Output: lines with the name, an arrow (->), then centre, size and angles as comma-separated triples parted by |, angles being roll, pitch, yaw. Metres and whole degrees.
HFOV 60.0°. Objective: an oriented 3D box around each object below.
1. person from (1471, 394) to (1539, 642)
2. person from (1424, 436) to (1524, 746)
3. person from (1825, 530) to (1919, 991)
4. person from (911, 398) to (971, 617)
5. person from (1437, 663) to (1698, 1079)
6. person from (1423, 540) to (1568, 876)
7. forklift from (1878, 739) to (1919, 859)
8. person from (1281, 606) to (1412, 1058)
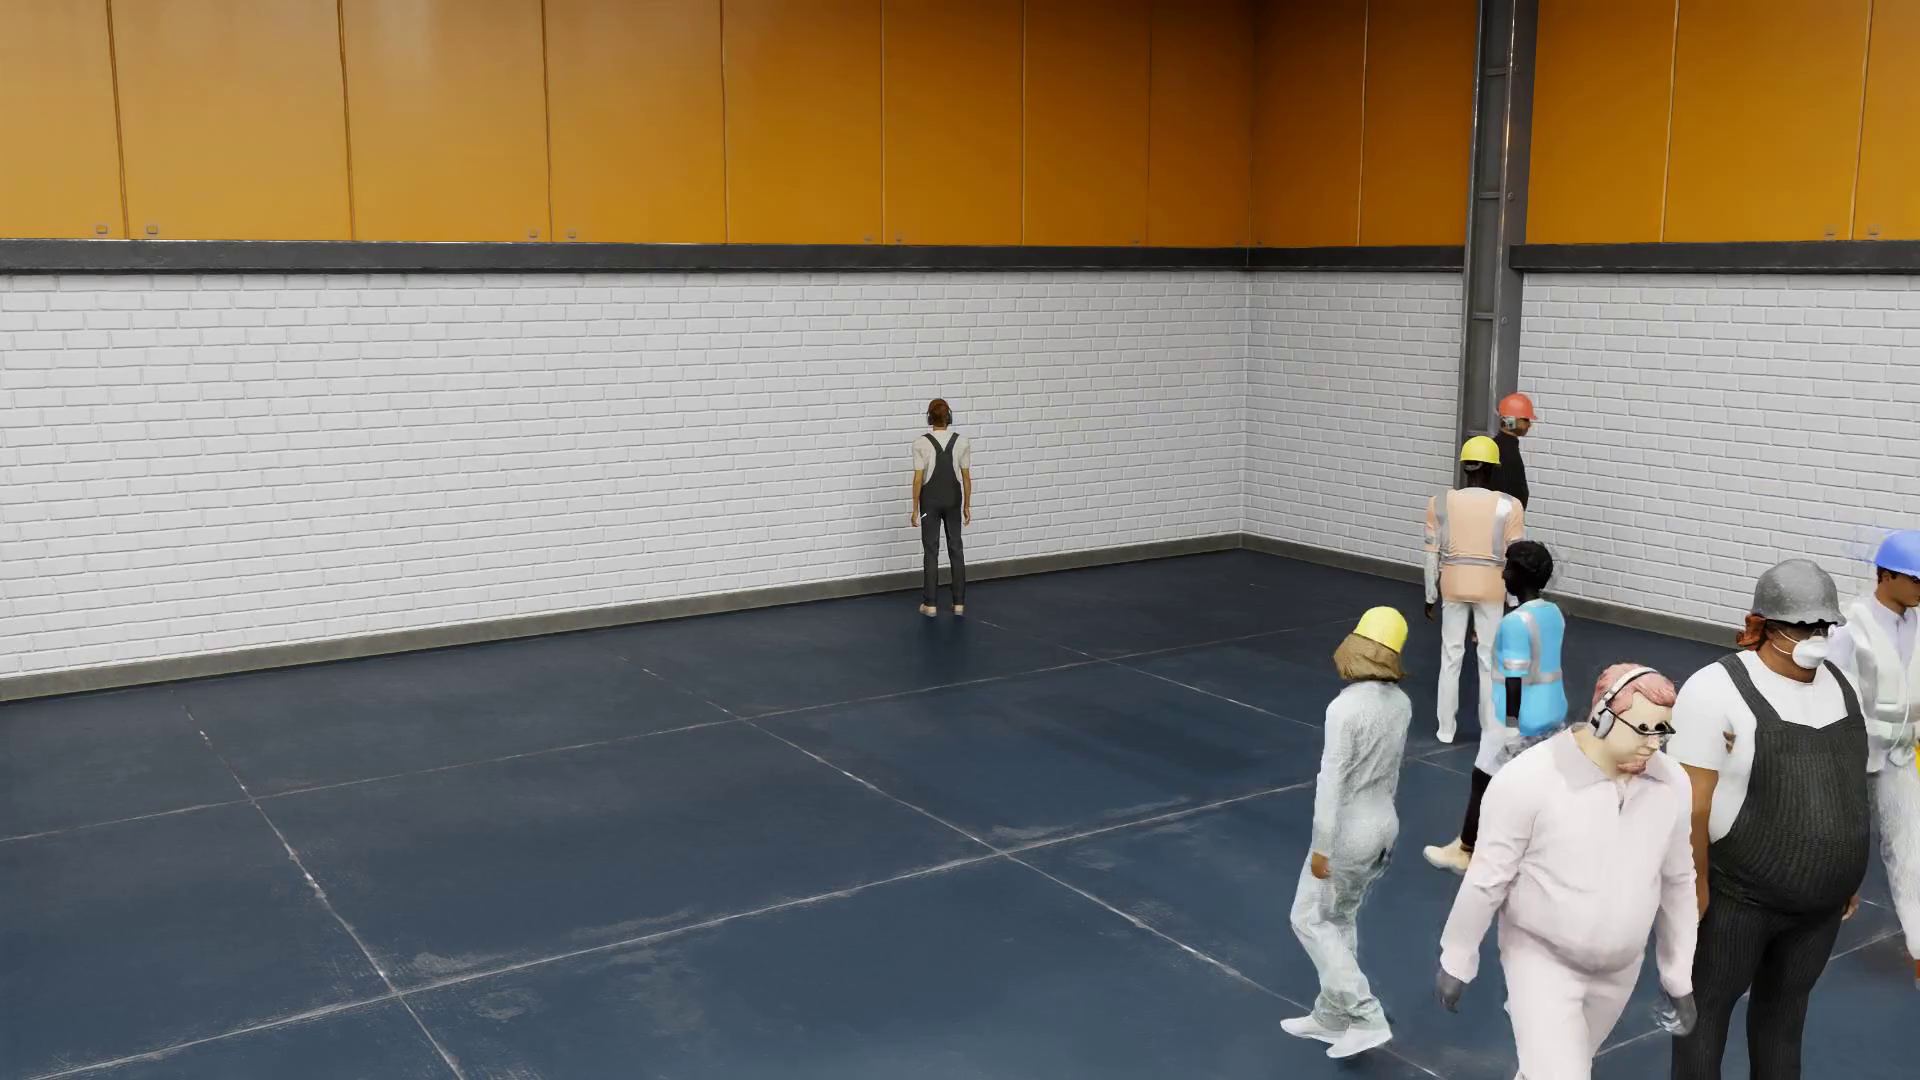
person -> 4.197, -0.129, 12.812 | 0.396, 1.983, 0.651 | 2, 10, 10
person -> 3.148, 0.324, 10.216 | 0.585, 1.921, 0.382 | 5, 10, 26
person -> 3.818, 0.890, 6.935 | 0.650, 1.875, 1.049 | -2, 10, -14
person -> -0.160, -0.272, 14.041 | 0.516, 1.841, 0.325 | -2, 10, -14
person -> 1.810, 1.260, 4.795 | 0.707, 1.844, 0.974 | -3, 10, -17
person -> 2.608, 0.823, 7.961 | 0.546, 1.658, 0.787 | -9, 13, -44
forklift -> 5.511, 0.571, 7.906 | 2.313, 2.155, 1.214 | -6, 11, -33
person -> 1.443, 1.092, 6.230 | 0.400, 1.699, 0.516 | 8, 13, 41
